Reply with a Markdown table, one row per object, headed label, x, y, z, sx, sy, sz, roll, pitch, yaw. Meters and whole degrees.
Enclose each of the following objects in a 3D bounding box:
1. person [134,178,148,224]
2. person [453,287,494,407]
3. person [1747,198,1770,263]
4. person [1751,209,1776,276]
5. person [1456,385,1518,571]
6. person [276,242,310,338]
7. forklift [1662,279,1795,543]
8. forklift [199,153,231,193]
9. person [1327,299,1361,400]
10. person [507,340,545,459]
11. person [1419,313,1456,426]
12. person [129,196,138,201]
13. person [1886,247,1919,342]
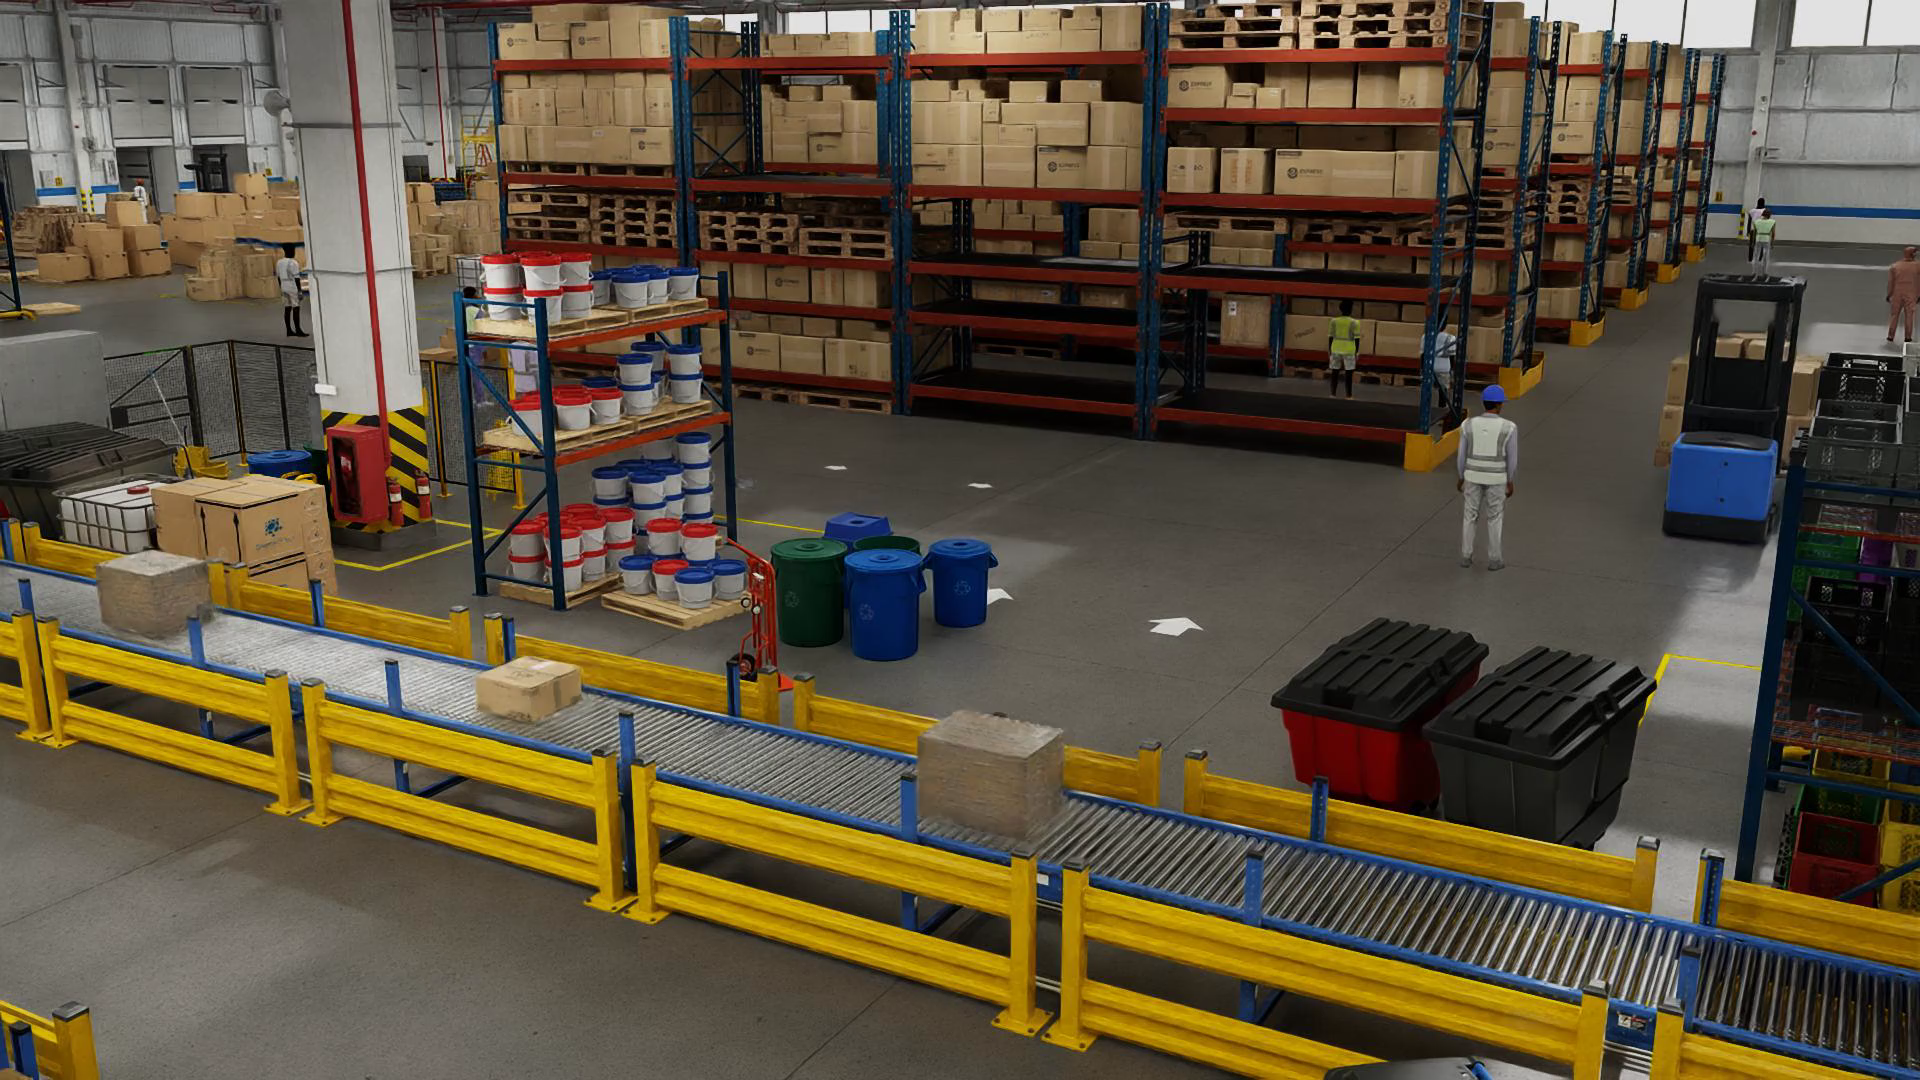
| label | x | y | z | sx | sy | sz | roll | pitch | yaw |
| --- | --- | --- | --- | --- | --- | --- | --- | --- | --- |
| person | -30.704 | -12.607 | 62.404 | 0.574 | 1.884 | 0.360 | 9 | 17 | 30 |
| person | -7.785 | -3.067 | 26.481 | 0.588 | 1.915 | 0.398 | 9 | 17 | 30 |
| person | 23.798 | -9.221 | 49.618 | 0.588 | 1.915 | 0.398 | 9 | 17 | 30 |
| person | 22.194 | -8.219 | 45.980 | 0.564 | 1.844 | 0.395 | 9 | 17 | 30 |
| person | 5.480 | -0.646 | 17.325 | 0.604 | 1.942 | 0.402 | 9 | 17 | 30 |
| person | -13.720 | -5.123 | 34.117 | 0.605 | 1.962 | 0.373 | 9 | 17 | 30 |
| forklift | 8.785 | -1.538 | 18.880 | 1.129 | 2.768 | 1.873 | 8 | 17 | 28 |
| forklift | -27.440 | -12.865 | 61.464 | 1.873 | 2.768 | 1.129 | 8 | 17 | 28 |
| person | 6.159 | -3.018 | 26.708 | 0.533 | 1.698 | 0.322 | 9 | 17 | 30 |
| person | -5.889 | -2.070 | 22.698 | 0.544 | 1.933 | 0.376 | 9 | 17 | 30 |
| person | 7.160 | -2.556 | 24.972 | 0.533 | 1.698 | 0.322 | 9 | 17 | 30 |
| person | -24.888 | -9.400 | 50.239 | 0.628 | 1.940 | 0.377 | 9 | 17 | 30 |
| person | 19.108 | -4.967 | 33.649 | 0.640 | 1.904 | 0.401 | 9 | 17 | 30 |
